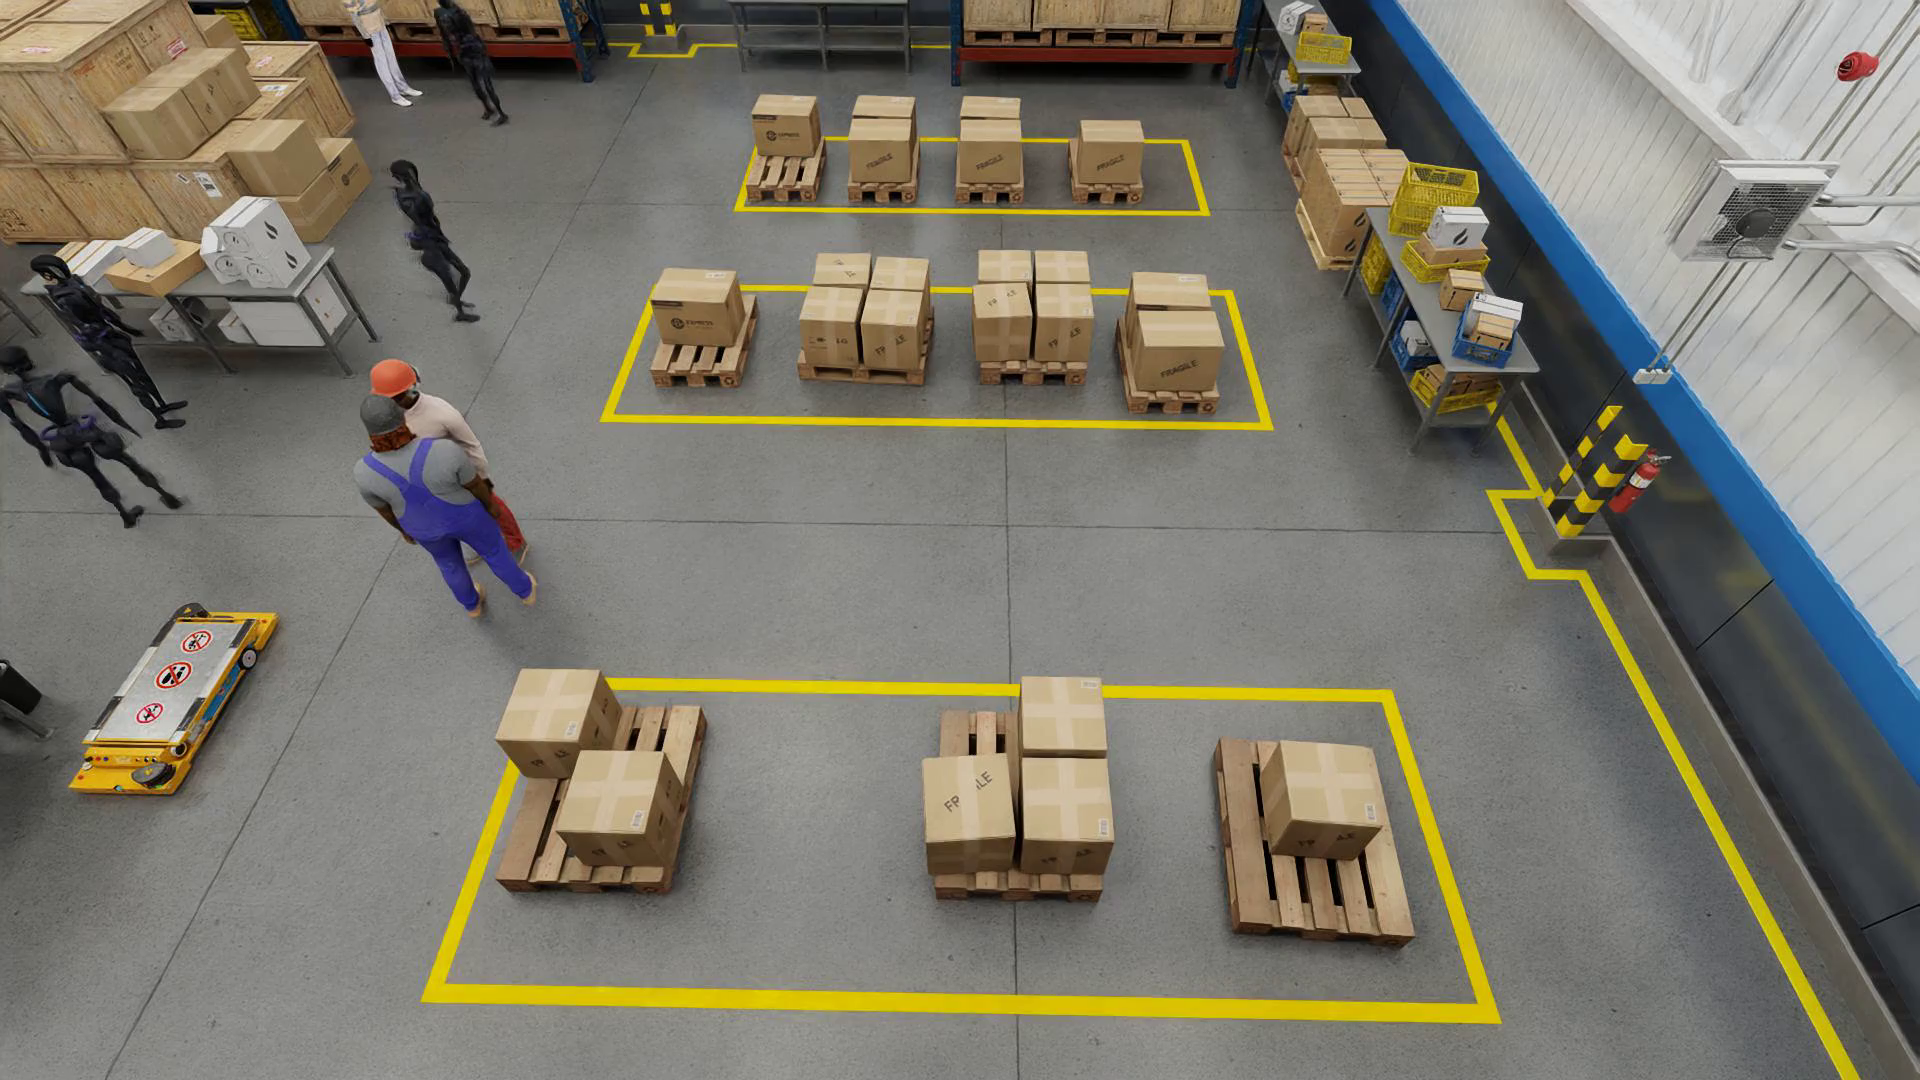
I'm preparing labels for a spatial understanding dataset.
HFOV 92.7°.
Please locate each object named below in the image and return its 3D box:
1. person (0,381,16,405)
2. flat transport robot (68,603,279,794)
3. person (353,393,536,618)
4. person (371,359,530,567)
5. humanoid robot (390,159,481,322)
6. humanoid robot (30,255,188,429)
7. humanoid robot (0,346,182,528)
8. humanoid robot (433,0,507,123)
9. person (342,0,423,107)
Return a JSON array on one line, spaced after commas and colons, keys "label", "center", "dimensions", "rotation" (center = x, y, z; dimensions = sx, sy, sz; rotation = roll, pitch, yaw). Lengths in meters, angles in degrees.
[{"label": "person", "center": [-9.133, -1.914, 7.929], "dimensions": [0.573, 1.884, 0.356], "rotation": [37, 59, 27]}, {"label": "flat transport robot", "center": [-5.504, 1.072, 6.442], "dimensions": [0.652, 0.197, 1.431], "rotation": [1, 50, 1]}, {"label": "person", "center": [-3.600, -0.221, 6.394], "dimensions": [0.682, 2.000, 0.536], "rotation": [-14, 51, -11]}, {"label": "person", "center": [-3.697, -0.509, 6.668], "dimensions": [0.610, 1.993, 0.393], "rotation": [13, 51, 11]}, {"label": "humanoid robot", "center": [-5.036, -2.848, 8.851], "dimensions": [0.413, 1.643, 0.631], "rotation": [-7, 50, -6]}, {"label": "humanoid robot", "center": [-7.273, -1.703, 7.876], "dimensions": [0.332, 1.657, 0.599], "rotation": [-18, 52, -15]}, {"label": "humanoid robot", "center": [-6.827, -0.778, 7.099], "dimensions": [0.653, 1.645, 0.339], "rotation": [-24, 54, -19]}, {"label": "humanoid robot", "center": [-6.257, -6.183, 11.679], "dimensions": [0.676, 1.641, 0.364], "rotation": [10, 51, 9]}, {"label": "person", "center": [-7.651, -6.719, 11.973], "dimensions": [0.375, 1.917, 0.584], "rotation": [4, 50, 3]}]
